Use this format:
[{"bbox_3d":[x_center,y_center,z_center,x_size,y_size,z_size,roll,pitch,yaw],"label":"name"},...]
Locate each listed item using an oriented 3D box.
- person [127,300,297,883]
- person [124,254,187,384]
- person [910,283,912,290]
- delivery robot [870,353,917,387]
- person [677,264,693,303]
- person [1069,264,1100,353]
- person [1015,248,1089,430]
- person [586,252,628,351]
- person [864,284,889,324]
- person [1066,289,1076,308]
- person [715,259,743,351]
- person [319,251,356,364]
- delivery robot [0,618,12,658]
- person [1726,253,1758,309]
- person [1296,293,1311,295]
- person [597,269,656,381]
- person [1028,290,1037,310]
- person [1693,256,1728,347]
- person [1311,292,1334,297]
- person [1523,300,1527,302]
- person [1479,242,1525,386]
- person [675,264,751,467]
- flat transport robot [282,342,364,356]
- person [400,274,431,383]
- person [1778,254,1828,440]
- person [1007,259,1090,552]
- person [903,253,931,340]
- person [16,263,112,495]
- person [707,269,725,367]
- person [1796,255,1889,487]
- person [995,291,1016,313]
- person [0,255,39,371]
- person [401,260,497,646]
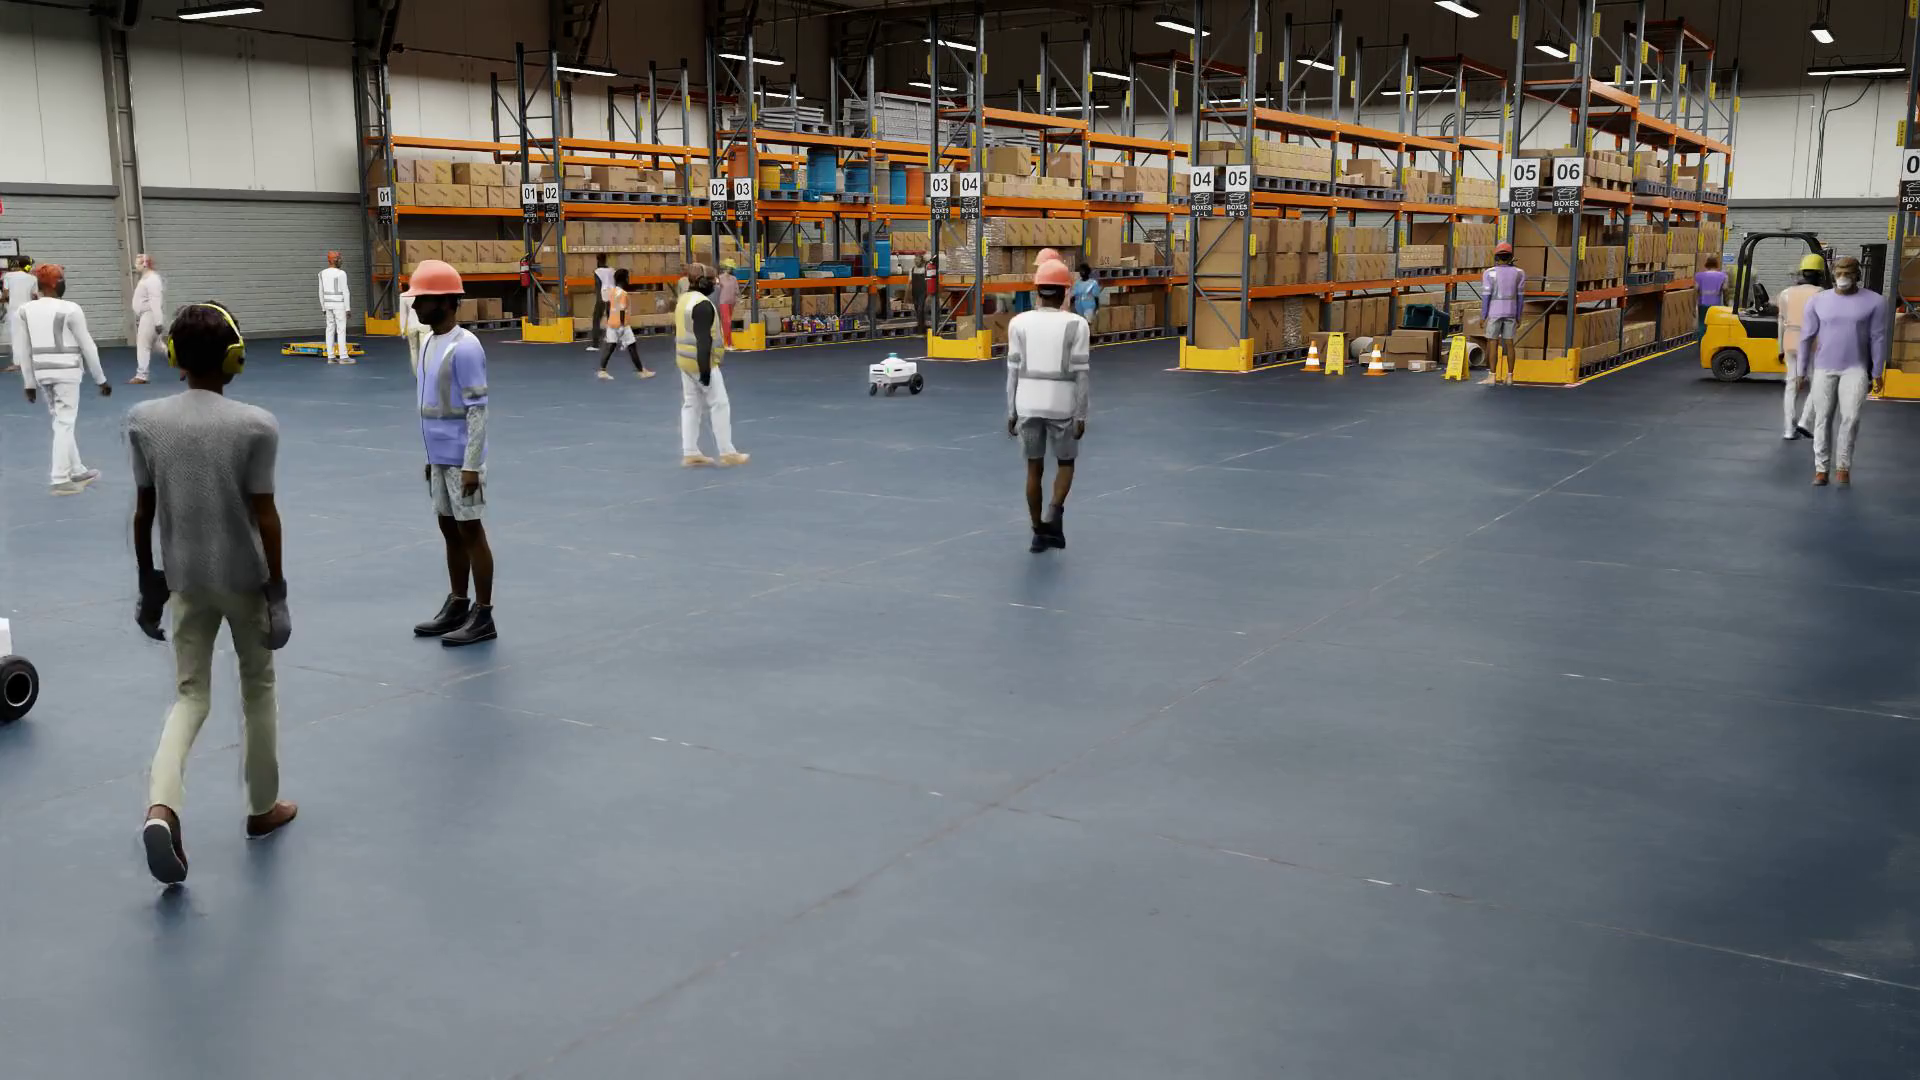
[{"bbox_3d":[-2.442,0.155,5.382,0.527,1.845,0.796,0,10,-1],"label":"person"},{"bbox_3d":[-11.682,-3.205,24.112,0.863,1.882,0.648,-5,12,-28],"label":"person"},{"bbox_3d":[-1.306,-7.629,48.502,0.701,2.009,0.536,9,14,42],"label":"person"},{"bbox_3d":[-0.891,-2.256,22.226,0.477,0.478,0.707,7,12,33],"label":"delivery robot"},{"bbox_3d":[-5.344,-4.597,32.600,0.518,1.617,0.589,5,11,27],"label":"person"},{"bbox_3d":[2.283,-4.220,30.418,0.539,1.652,0.885,8,13,36],"label":"person"},{"bbox_3d":[1.016,-2.162,17.981,0.820,1.974,0.621,-3,10,-15],"label":"person"},{"bbox_3d":[-6.636,-4.502,31.419,0.850,1.871,0.591,6,12,31],"label":"person"},{"bbox_3d":[-2.121,-6.412,41.843,0.624,1.962,0.963,5,11,25],"label":"person"},{"bbox_3d":[2.622,-5.493,37.372,0.506,1.705,0.742,5,11,28],"label":"person"},{"bbox_3d":[-4.305,-4.388,31.123,0.770,1.721,0.541,7,12,34],"label":"person"},{"bbox_3d":[-10.506,-3.905,28.000,0.579,1.882,0.342,4,11,23],"label":"person"},{"bbox_3d":[-4.290,0.488,6.855,0.477,0.478,0.707,3,10,14],"label":"delivery robot"},{"bbox_3d":[16.060,-4.989,34.261,0.630,1.825,0.746,6,12,30],"label":"person"},{"bbox_3d":[8.270,-6.115,39.943,0.683,2.000,0.538,5,11,24],"label":"person"},{"bbox_3d":[-4.979,-3.173,24.555,0.865,1.647,0.541,-6,12,-32],"label":"person"},{"bbox_3d":[1.898,-5.961,39.431,0.637,1.918,0.744,5,11,26],"label":"person"},{"bbox_3d":[13.471,-4.193,29.893,0.585,1.801,0.997,5,11,27],"label":"person"},{"bbox_3d":[7.637,-5.150,35.035,0.521,1.865,0.328,6,12,29],"label":"person"},{"bbox_3d":[13.763,-6.229,40.866,0.629,1.940,0.379,7,12,33],"label":"person"},{"bbox_3d":[7.683,-3.205,23.642,0.609,2.040,0.395,-1,10,-3],"label":"person"},{"bbox_3d":[-2.238,-1.575,15.100,0.684,1.825,0.660,-5,11,-28],"label":"person"},{"bbox_3d":[-11.473,-3.442,29.928,1.431,0.197,0.652,6,12,31],"label":"flat transport robot"},{"bbox_3d":[-7.710,-3.004,23.767,0.513,1.595,0.830,-1,10,-6],"label":"person"},{"bbox_3d":[8.697,-1.979,17.134,0.431,1.910,0.593,-8,13,-40],"label":"person"},{"bbox_3d":[0.561,-0.854,10.824,0.556,1.924,0.539,2,10,14],"label":"person"},{"bbox_3d":[-0.916,-5.125,35.040,0.511,1.804,0.903,6,12,32],"label":"person"},{"bbox_3d":[-7.259,-1.308,13.555,0.586,1.871,0.652,3,10,15],"label":"person"},{"bbox_3d":[-4.161,-3.636,27.270,0.632,1.617,0.508,3,11,17],"label":"person"},{"bbox_3d":[7.263,-1.381,13.757,0.665,1.920,0.613,6,12,31],"label":"person"},{"bbox_3d":[1.014,-5.315,36.178,0.619,1.780,0.917,7,12,33],"label":"person"},{"bbox_3d":[-15.012,-3.602,26.479,0.674,1.833,0.338,-7,12,-34],"label":"person"},{"bbox_3d":[-2.579,-0.432,8.396,0.377,1.938,0.547,-8,13,-39],"label":"person"}]
